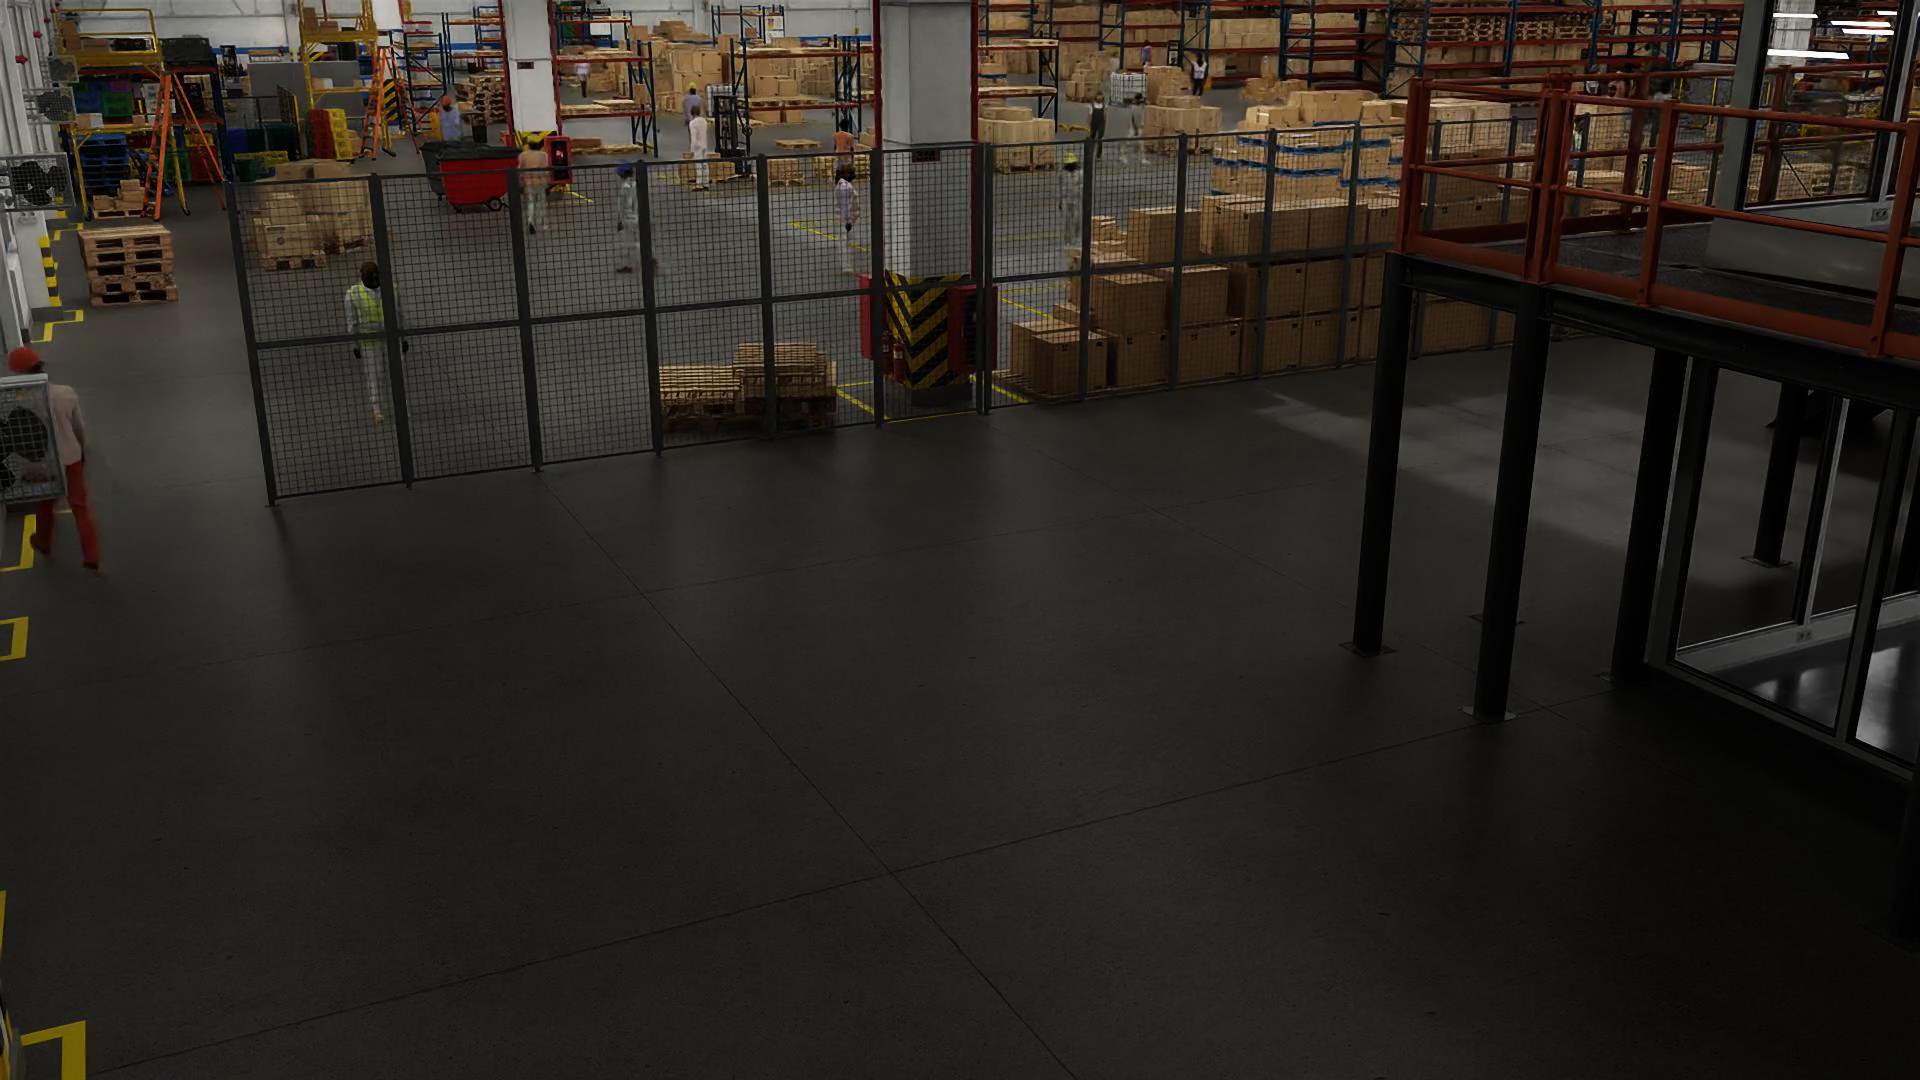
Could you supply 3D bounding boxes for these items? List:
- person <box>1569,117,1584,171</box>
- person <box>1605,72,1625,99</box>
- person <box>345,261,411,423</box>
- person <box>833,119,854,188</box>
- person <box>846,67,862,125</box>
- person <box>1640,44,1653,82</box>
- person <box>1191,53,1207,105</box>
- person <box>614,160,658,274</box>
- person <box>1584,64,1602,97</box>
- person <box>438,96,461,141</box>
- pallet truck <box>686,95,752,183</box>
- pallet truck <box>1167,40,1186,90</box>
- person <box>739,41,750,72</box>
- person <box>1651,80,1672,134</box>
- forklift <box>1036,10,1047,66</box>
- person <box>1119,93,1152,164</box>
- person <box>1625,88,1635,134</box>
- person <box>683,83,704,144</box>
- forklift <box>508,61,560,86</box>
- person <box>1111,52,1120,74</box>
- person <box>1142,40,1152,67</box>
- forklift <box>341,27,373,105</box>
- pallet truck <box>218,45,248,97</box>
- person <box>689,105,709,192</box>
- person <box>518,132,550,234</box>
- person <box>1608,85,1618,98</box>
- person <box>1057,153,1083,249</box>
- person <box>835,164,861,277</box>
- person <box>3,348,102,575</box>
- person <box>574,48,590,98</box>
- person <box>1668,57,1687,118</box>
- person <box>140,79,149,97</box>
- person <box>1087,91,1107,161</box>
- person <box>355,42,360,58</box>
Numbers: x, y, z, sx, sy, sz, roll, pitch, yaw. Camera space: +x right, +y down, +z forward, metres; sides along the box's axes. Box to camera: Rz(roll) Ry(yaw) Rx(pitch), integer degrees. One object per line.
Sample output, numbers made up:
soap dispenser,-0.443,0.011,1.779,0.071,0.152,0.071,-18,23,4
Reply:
person,13.162,-8.123,35.668,0.391,1.922,0.591,14,24,35
person,20.944,-14.089,53.238,0.560,1.726,0.792,9,21,23
person,-6.545,-2.237,18.750,0.641,1.829,0.429,-12,22,-31
person,-2.611,-8.614,37.449,0.530,1.689,0.322,8,21,23
person,-3.532,-14.477,54.231,0.604,1.828,1.004,-11,22,-28
person,30.605,-21.220,74.007,0.780,1.670,0.535,15,24,37
person,8.908,-17.238,62.146,0.597,1.895,0.799,-1,19,-2
person,-5.431,-5.345,27.609,0.763,1.915,0.605,2,19,5
person,19.832,-13.871,52.147,0.535,2.000,0.687,2,19,6
person,-12.576,-9.949,40.995,0.557,1.897,0.850,-1,19,-2
pallet truck,-5.836,-9.608,39.856,0.823,1.965,1.885,10,22,27
pallet truck,9.045,-19.971,69.895,0.823,1.965,1.885,-3,19,-8
person,-9.249,-20.384,71.180,0.636,1.937,0.358,-7,20,-18
person,19.471,-11.806,46.297,0.614,1.946,0.517,-8,21,-22
forklift,4.213,-25.598,84.873,1.873,2.768,1.129,-9,21,-25
person,4.576,-10.761,43.490,0.960,1.824,0.504,17,25,41
person,17.572,-10.814,43.484,0.558,1.915,0.746,1,19,4
person,-7.312,-11.609,45.813,0.588,1.890,0.873,1,19,2
forklift,-18.349,-20.868,71.164,1.873,2.768,1.129,-14,24,-35
person,6.336,-19.202,68.226,0.520,1.626,0.438,-15,24,-37
person,8.287,-21.298,73.979,0.429,1.844,0.627,8,21,23
forklift,-22.275,-17.346,60.954,1.873,2.768,1.129,-9,21,-25
pallet truck,-28.879,-18.665,66.111,0.823,1.965,1.885,-3,19,-9
person,-5.976,-8.939,38.012,0.375,1.936,0.627,8,21,22
person,-8.231,-6.908,32.184,0.593,1.902,0.852,-1,19,-4
person,17.750,-11.481,45.485,0.532,1.864,0.310,-9,21,-24
person,2.015,-6.152,30.235,0.517,1.727,0.375,4,19,12
person,-1.864,-5.320,27.659,0.430,1.845,0.619,-2,19,-5
person,-7.710,-0.692,14.106,1.063,1.923,0.649,17,25,40
person,-14.931,-18.441,65.641,0.562,1.874,1.042,-10,21,-27
person,24.438,-15.428,56.735,0.613,1.991,0.392,7,20,18
person,-25.123,-13.427,51.485,0.520,1.633,0.312,9,21,24
person,3.630,-10.970,44.062,0.529,1.830,0.667,1,19,3
person,-27.985,-22.409,77.055,0.629,1.937,0.376,17,25,40
